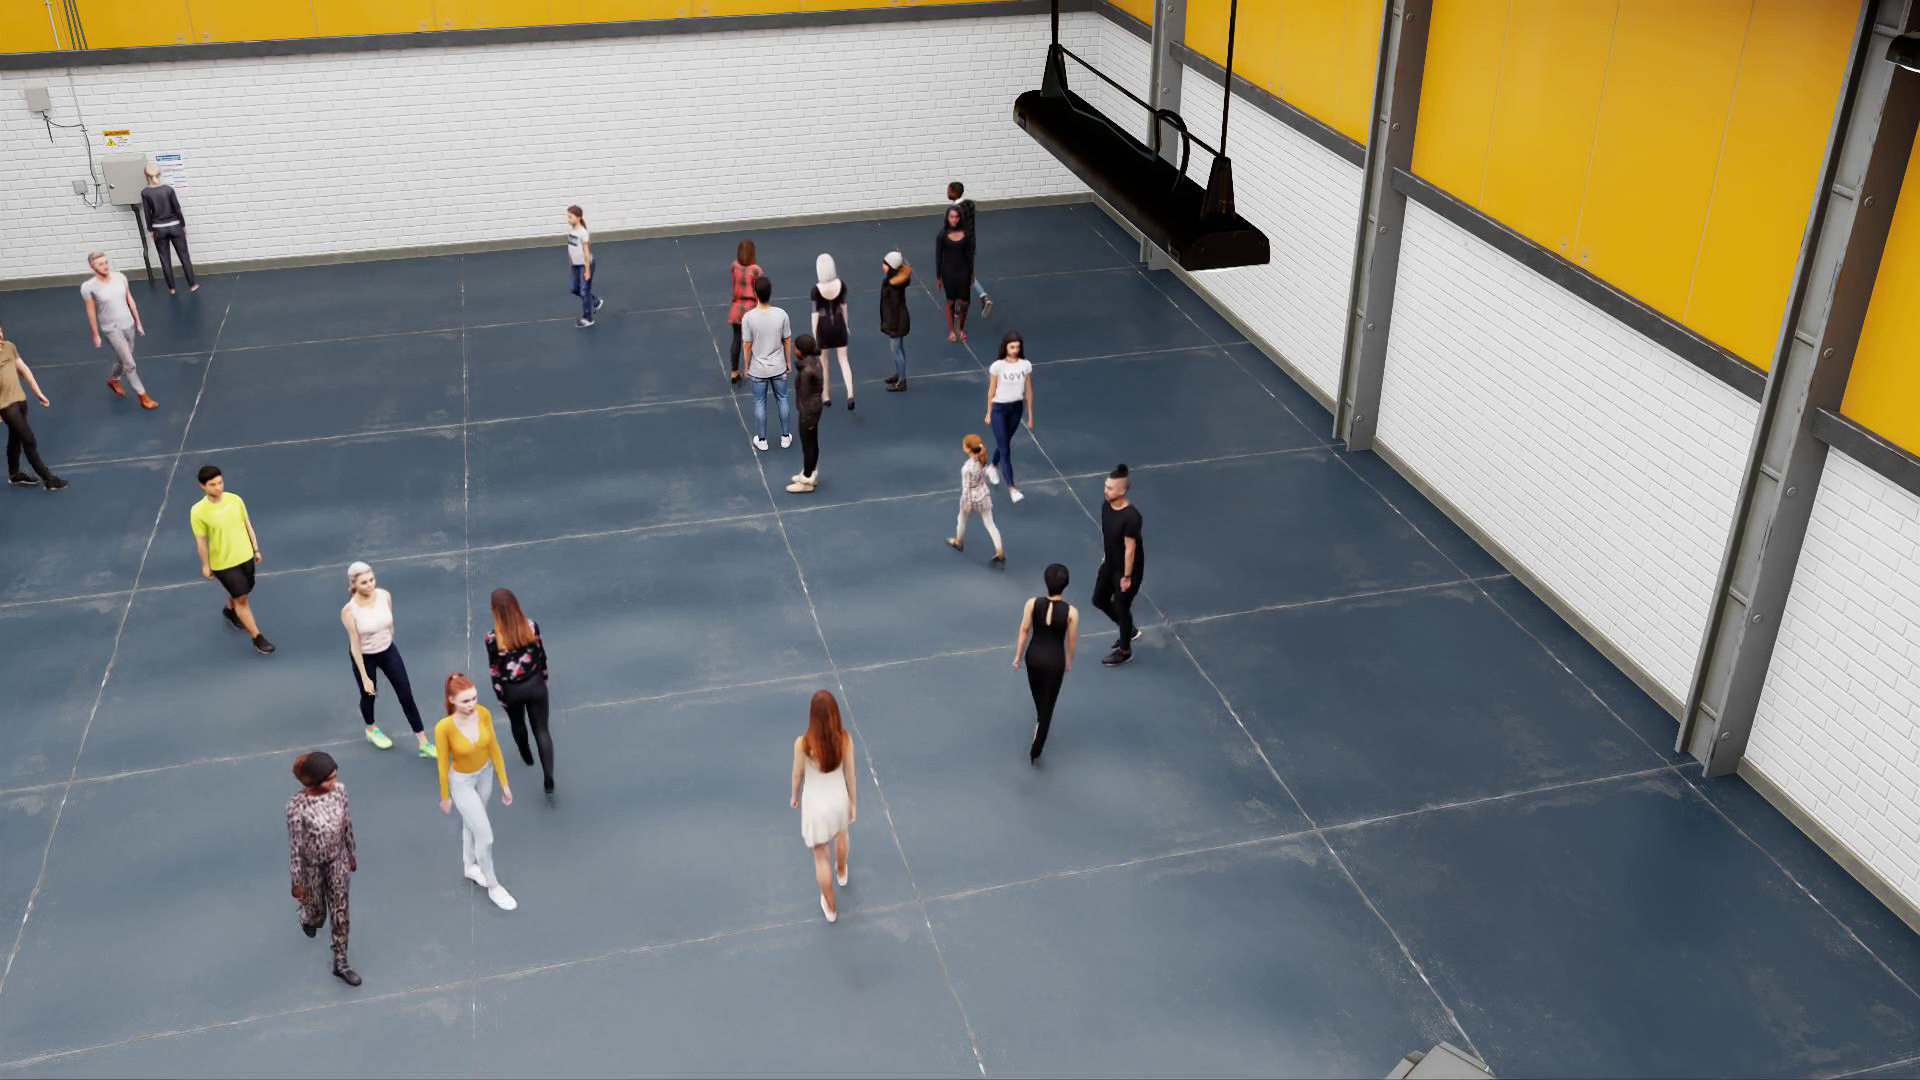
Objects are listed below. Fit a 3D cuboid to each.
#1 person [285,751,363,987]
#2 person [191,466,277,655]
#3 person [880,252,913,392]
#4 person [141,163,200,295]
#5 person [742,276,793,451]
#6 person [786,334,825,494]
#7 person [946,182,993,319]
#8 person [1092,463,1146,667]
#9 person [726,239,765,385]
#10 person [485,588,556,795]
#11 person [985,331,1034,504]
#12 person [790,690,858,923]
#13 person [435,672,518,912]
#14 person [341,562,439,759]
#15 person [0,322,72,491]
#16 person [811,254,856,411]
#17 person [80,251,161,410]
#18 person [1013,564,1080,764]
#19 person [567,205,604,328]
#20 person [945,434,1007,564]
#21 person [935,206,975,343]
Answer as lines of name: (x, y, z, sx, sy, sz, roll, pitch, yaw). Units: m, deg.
person: (-4.091, 2.049, 10.584, 0.912, 1.687, 1.038, -23, 36, -36)
person: (-6.234, 0.124, 14.125, 1.154, 1.677, 1.043, 19, 34, 30)
person: (-0.723, -2.508, 18.996, 0.734, 1.632, 0.602, -1, 29, -2)
person: (-10.401, -4.096, 21.809, 0.633, 1.726, 0.542, -10, 30, -18)
person: (-2.032, -1.861, 17.544, 0.675, 1.887, 0.542, -8, 30, -15)
person: (-1.498, -1.276, 16.705, 0.725, 1.664, 0.671, 14, 31, 23)
person: (0.108, -3.586, 20.803, 1.080, 1.795, 0.978, 23, 36, 36)
person: (1.408, 0.188, 13.821, 0.842, 1.855, 0.688, -15, 32, -25)
person: (-2.490, -2.597, 19.135, 1.040, 1.656, 1.186, 11, 30, 19)
person: (-3.203, 1.142, 12.289, 0.664, 1.648, 1.075, -10, 30, -18)
person: (0.438, -1.281, 16.646, 0.709, 1.728, 1.187, -10, 30, -18)
person: (-0.874, 1.808, 11.024, 0.571, 1.689, 0.788, -9, 30, -15)
person: (-3.375, 1.633, 11.305, 0.953, 1.727, 0.867, 18, 34, 30)
person: (-4.523, 0.904, 12.702, 1.123, 1.670, 0.994, 20, 35, 32)
person: (-9.615, -1.365, 16.700, 0.968, 1.826, 1.056, 2, 29, 4)
person: (-1.398, -2.282, 18.379, 0.678, 1.827, 0.829, -12, 31, -21)
person: (-9.451, -2.361, 18.556, 1.229, 1.795, 1.185, 14, 32, 24)
person: (0.631, 0.994, 12.662, 0.976, 1.549, 1.119, 7, 29, 13)
person: (-4.681, -3.456, 20.814, 0.754, 1.556, 0.791, 23, 36, 35)
person: (0.203, -0.360, 15.428, 0.828, 1.279, 1.044, -24, 36, -36)
person: (-0.064, -3.256, 20.287, 0.678, 1.710, 0.681, -3, 29, -5)
